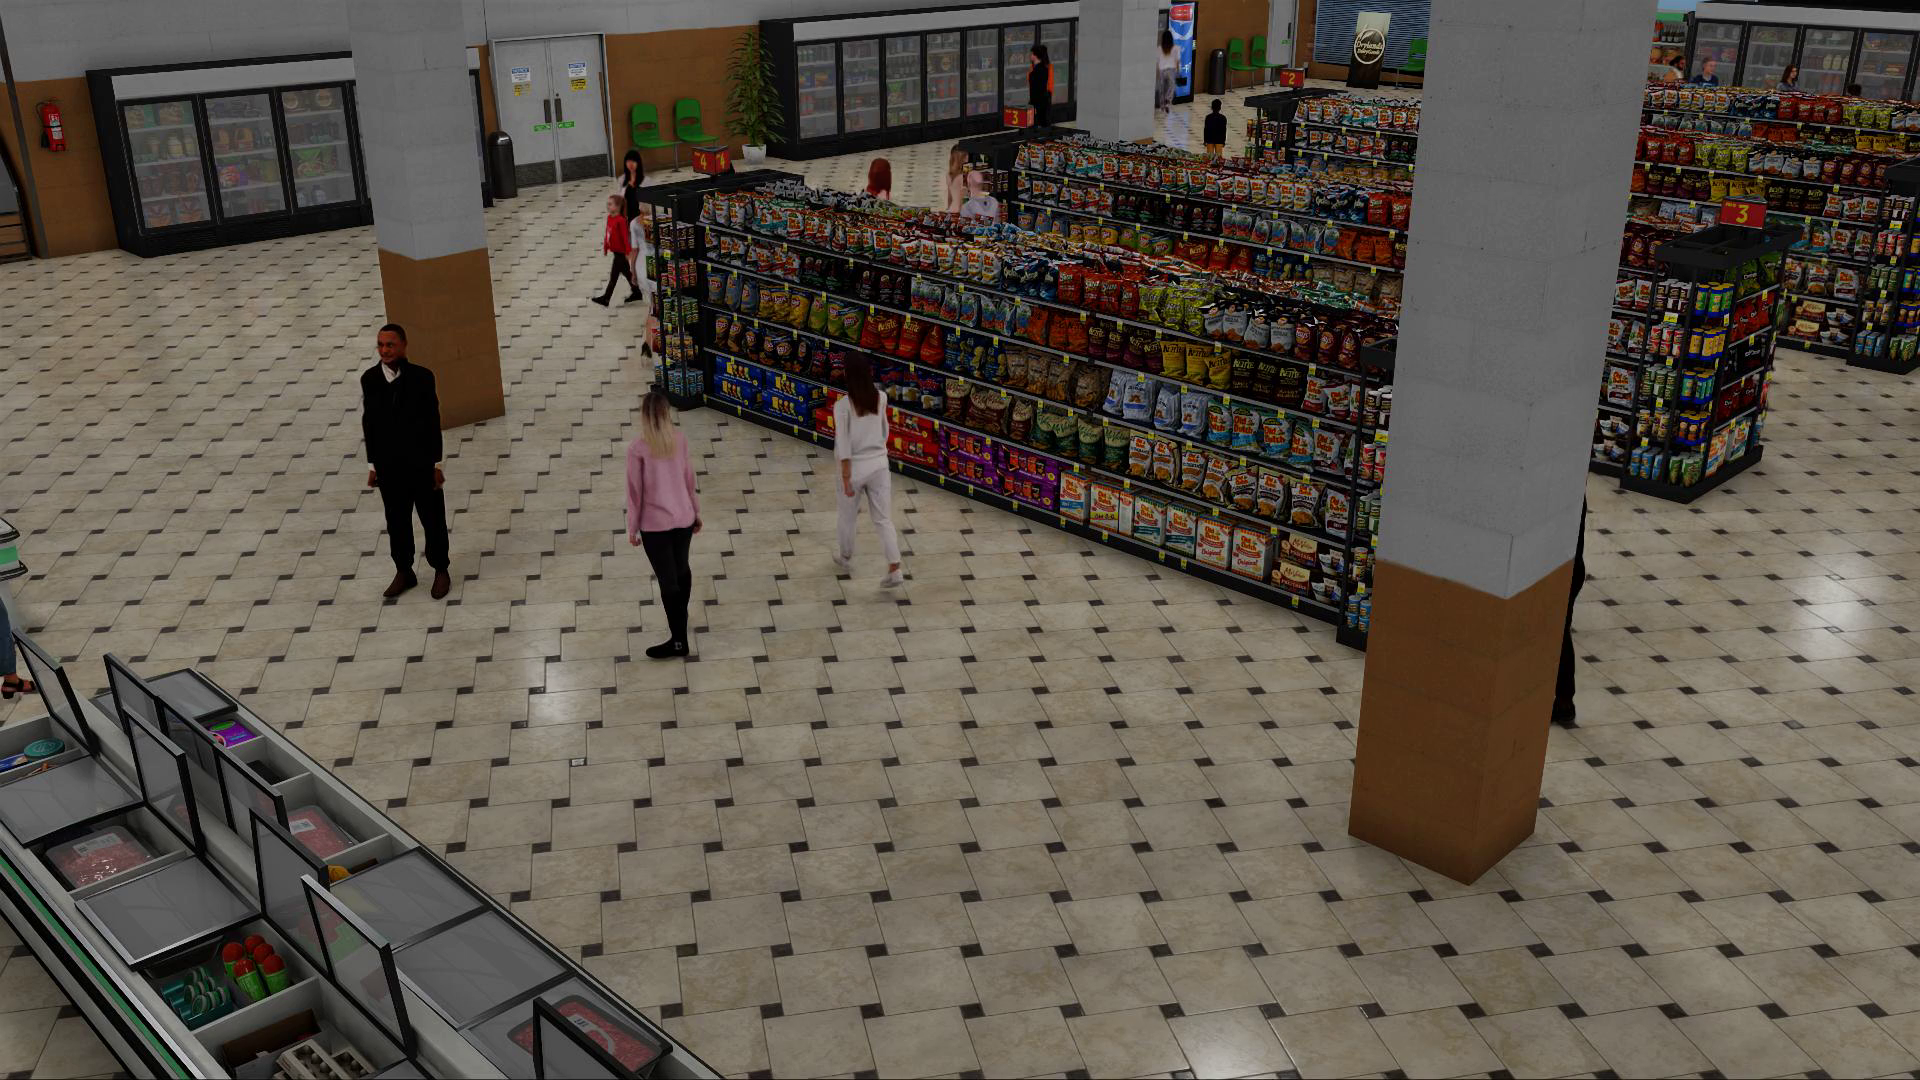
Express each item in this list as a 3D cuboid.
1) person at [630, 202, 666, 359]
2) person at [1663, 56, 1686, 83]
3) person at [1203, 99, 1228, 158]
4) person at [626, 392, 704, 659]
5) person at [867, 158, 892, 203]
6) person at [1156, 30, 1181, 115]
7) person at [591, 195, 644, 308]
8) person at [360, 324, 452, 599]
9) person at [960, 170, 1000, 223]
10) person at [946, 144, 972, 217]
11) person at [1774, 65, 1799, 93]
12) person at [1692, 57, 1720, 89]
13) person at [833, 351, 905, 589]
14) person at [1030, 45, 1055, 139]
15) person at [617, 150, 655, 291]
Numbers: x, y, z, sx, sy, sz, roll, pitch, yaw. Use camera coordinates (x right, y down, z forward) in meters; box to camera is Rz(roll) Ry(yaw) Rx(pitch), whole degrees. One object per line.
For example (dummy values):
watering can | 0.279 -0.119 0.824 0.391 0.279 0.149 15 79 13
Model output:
person | -3.139 -2.664 16.860 1.105 1.705 1.003 5 22 13
person | 12.207 -7.483 28.805 0.694 1.742 0.665 -16 27 -35
person | 4.145 -6.527 27.059 0.602 1.270 0.673 3 22 7
person | -1.842 -0.086 10.509 0.790 1.658 0.728 19 29 39
person | -0.968 -3.228 18.129 0.796 1.807 0.727 -7 23 -16
person | 4.271 -9.606 34.204 1.064 1.655 1.003 7 23 16
person | -3.848 -3.306 19.069 0.631 1.249 0.850 -17 27 -35
person | -3.759 -0.541 11.309 0.781 1.905 0.846 1 22 1
person | 0.180 -2.940 17.373 0.557 1.837 0.659 20 29 41
person | -0.121 -3.592 19.038 0.811 1.803 1.036 -13 25 -29
person | 13.800 -7.113 27.936 0.683 1.702 0.643 -9 24 -22
person | 12.197 -7.032 27.565 1.027 1.829 1.251 -7 23 -17
person | -0.611 -0.453 11.420 0.768 1.660 1.133 -13 25 -29
person | 1.513 -8.205 30.592 0.602 1.749 0.745 11 24 25
person | -3.844 -3.837 19.896 1.009 1.619 1.040 1 22 3
